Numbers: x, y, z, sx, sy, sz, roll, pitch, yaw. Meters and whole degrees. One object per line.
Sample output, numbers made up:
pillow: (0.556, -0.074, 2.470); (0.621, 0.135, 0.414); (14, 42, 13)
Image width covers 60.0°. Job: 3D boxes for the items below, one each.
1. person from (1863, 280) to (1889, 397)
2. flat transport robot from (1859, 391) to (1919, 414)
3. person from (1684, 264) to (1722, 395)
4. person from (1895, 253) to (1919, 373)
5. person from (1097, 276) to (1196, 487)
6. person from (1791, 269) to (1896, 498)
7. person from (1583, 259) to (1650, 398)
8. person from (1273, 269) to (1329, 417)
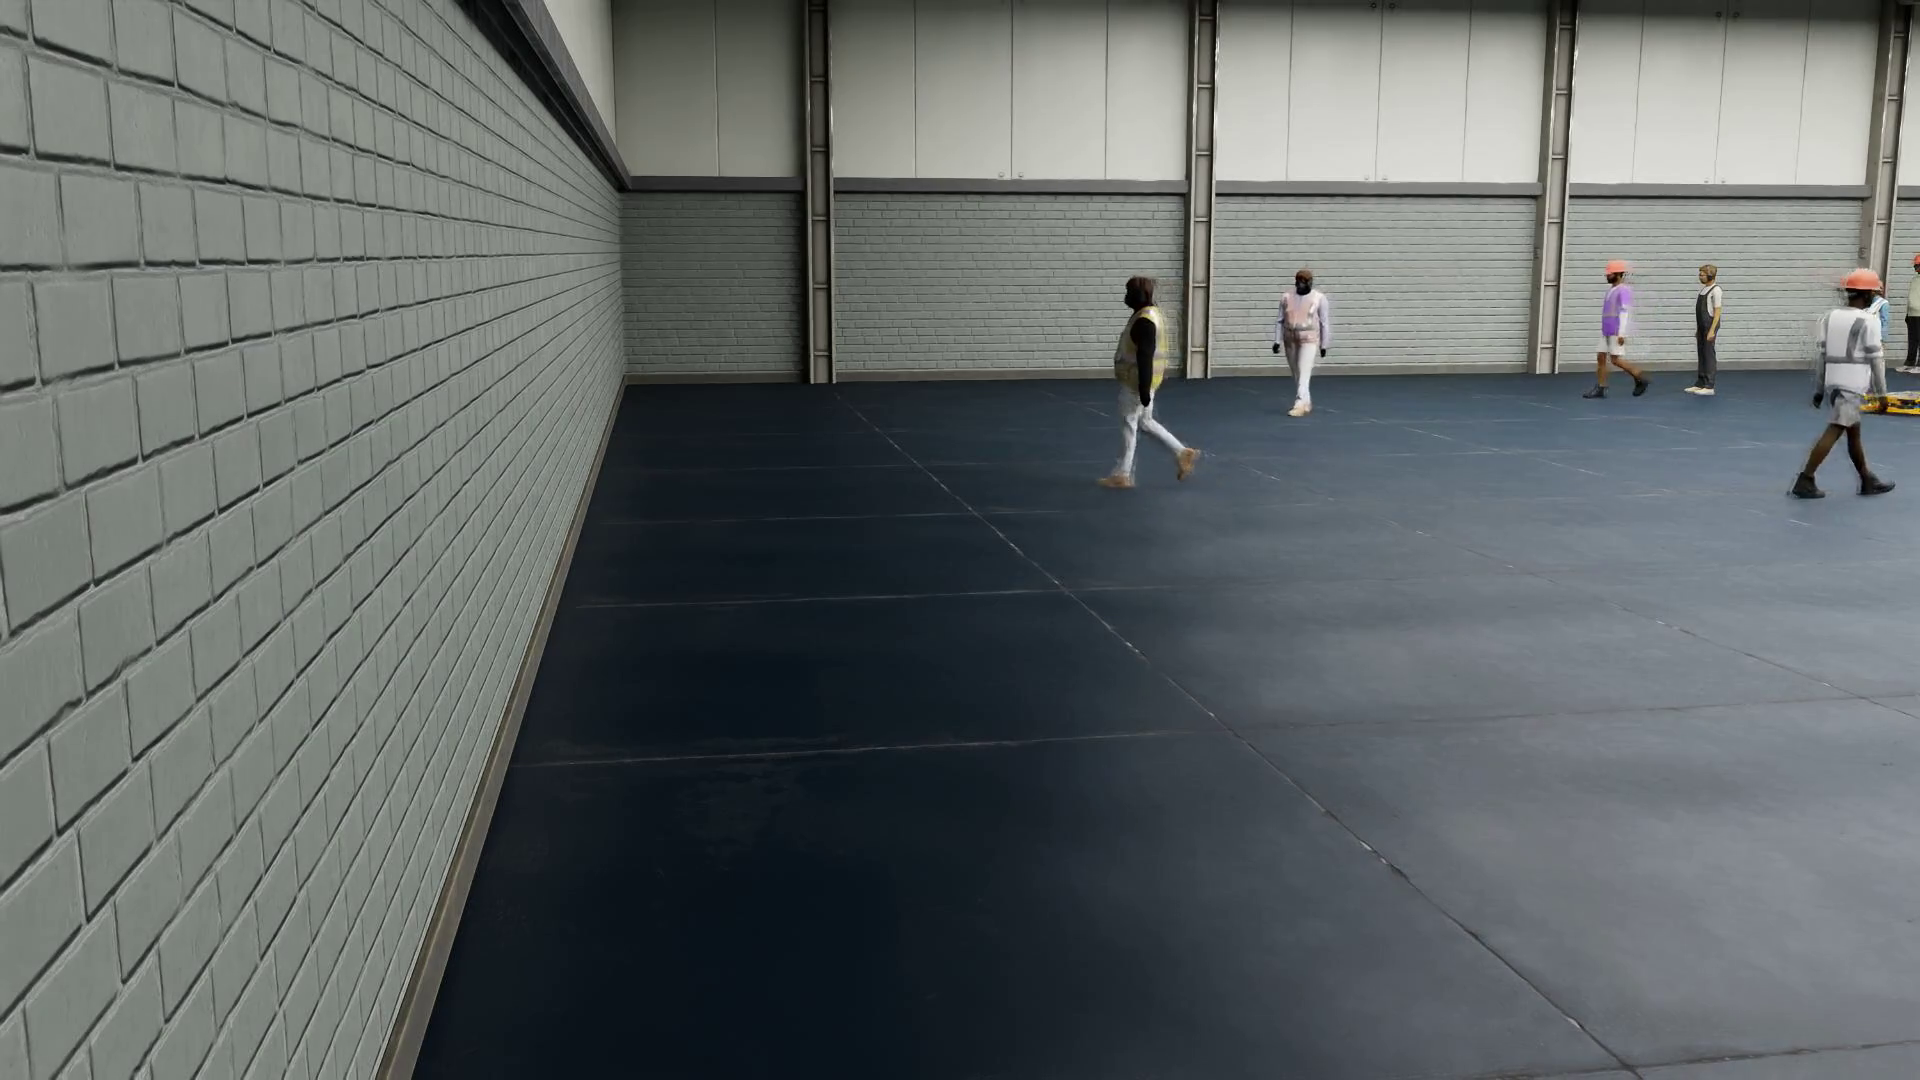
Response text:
person: (12.527, -2.757, 22.864); (0.315, 1.640, 0.514); (-2, 10, -11)
flat transport robot: (12.011, -1.737, 20.931); (1.431, 0.197, 0.652); (-6, 12, -32)
person: (10.551, -2.969, 23.518); (0.343, 1.839, 0.506); (0, 10, 2)
person: (15.987, -3.781, 27.746); (0.377, 1.995, 0.608); (0, 10, -2)
person: (1.605, -1.352, 14.263); (0.771, 1.824, 0.631); (2, 10, 12)
person: (7.298, -1.270, 13.621); (1.013, 1.883, 0.568); (-2, 10, -11)
person: (9.033, -2.877, 22.785); (0.796, 1.916, 0.548); (0, 10, -1)
person: (4.264, -2.454, 20.662); (0.621, 1.811, 0.877); (7, 12, 36)
